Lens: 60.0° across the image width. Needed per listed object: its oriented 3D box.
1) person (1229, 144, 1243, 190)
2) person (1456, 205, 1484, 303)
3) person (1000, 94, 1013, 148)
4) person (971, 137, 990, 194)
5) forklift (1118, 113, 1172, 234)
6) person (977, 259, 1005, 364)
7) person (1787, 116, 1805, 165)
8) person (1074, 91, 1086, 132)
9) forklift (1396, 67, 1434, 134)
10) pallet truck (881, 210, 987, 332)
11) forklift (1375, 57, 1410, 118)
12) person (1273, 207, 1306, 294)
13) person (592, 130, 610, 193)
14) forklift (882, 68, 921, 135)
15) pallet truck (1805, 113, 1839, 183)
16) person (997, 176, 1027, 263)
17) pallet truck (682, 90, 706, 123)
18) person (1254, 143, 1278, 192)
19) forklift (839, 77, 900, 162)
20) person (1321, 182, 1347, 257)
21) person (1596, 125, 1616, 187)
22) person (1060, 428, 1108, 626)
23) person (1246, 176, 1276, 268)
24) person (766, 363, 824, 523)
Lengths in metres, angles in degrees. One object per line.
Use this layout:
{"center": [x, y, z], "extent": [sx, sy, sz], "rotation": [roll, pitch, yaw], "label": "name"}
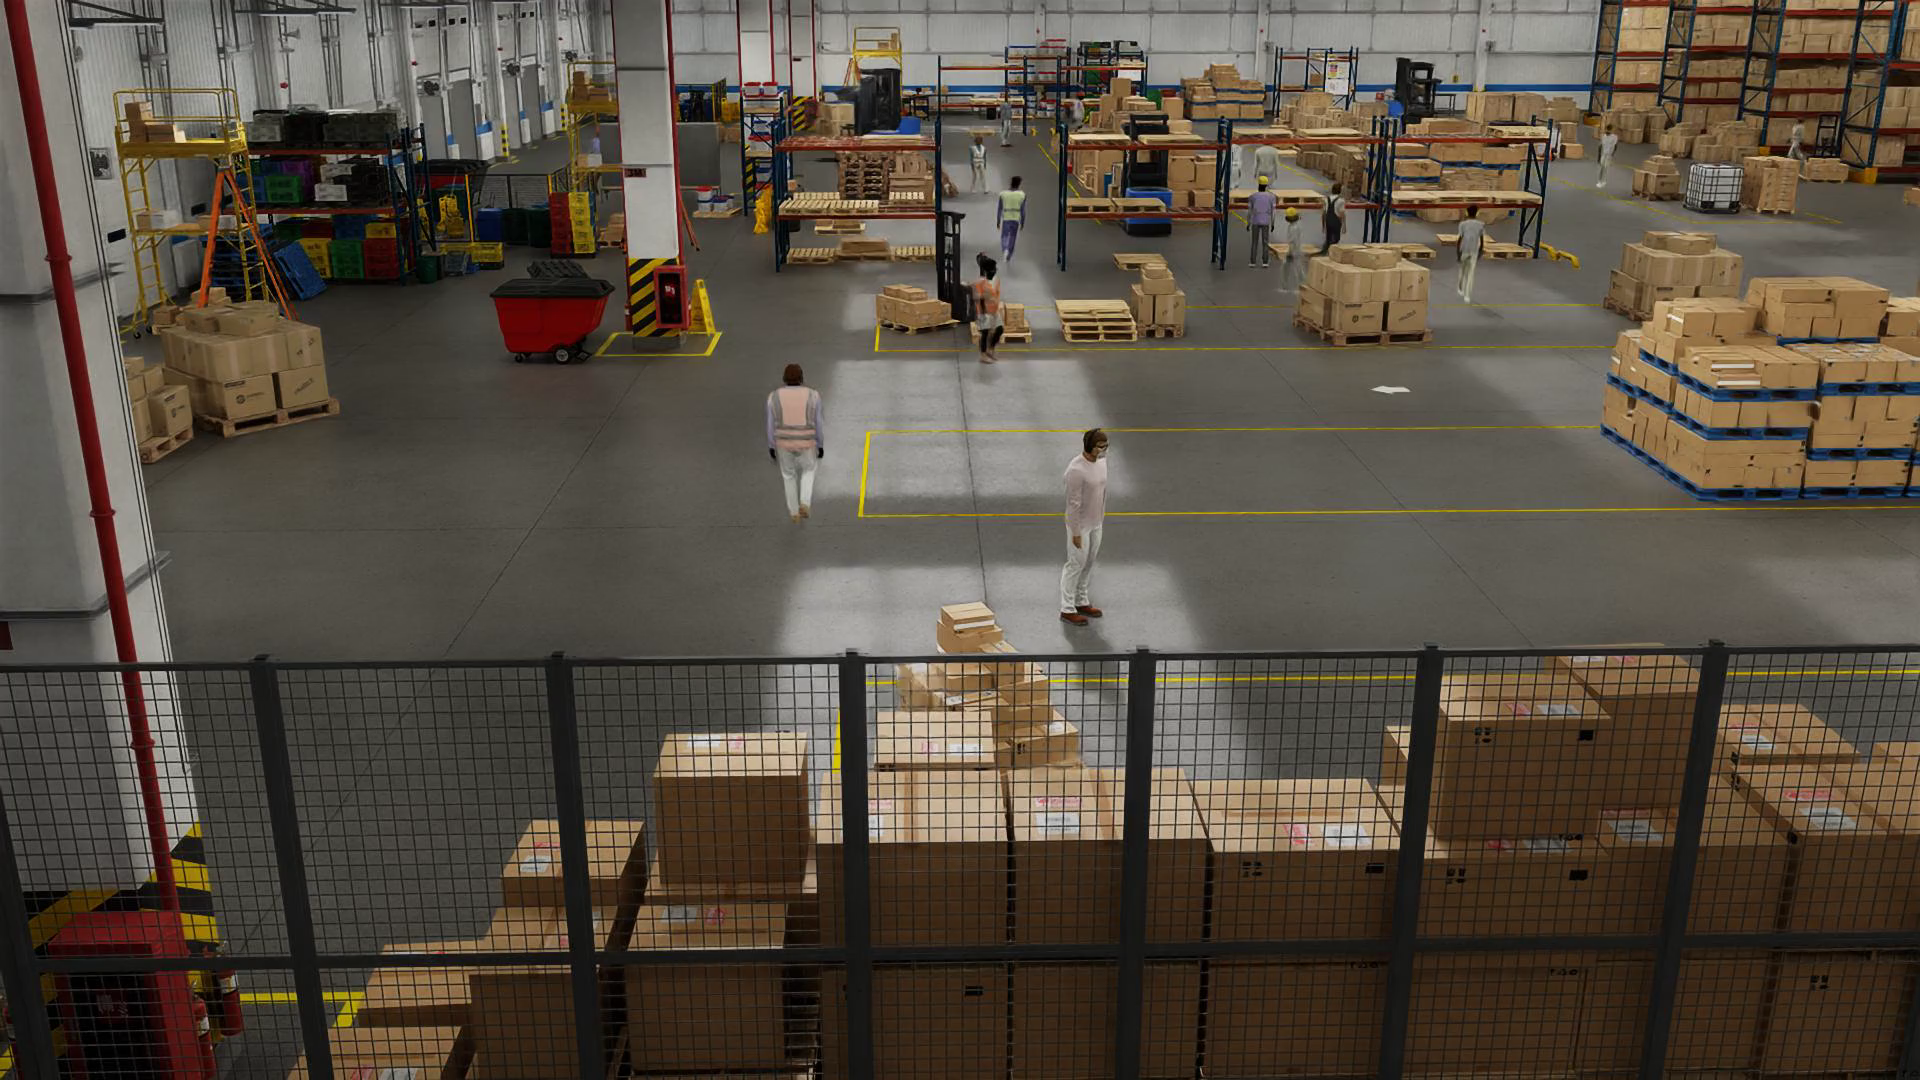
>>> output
{"center": [7.520, -10.169, 45.608], "extent": [0.488, 1.859, 0.656], "rotation": [-6, 19, -17], "label": "person"}
{"center": [9.736, -5.490, 31.822], "extent": [0.487, 1.803, 1.015], "rotation": [5, 19, 14], "label": "person"}
{"center": [1.694, -15.361, 60.914], "extent": [0.383, 1.931, 0.628], "rotation": [12, 22, 32], "label": "person"}
{"center": [0.551, -10.713, 47.631], "extent": [0.542, 1.594, 0.856], "rotation": [-8, 20, -21], "label": "person"}
{"center": [4.524, -8.902, 40.278], "extent": [1.129, 2.768, 1.873], "rotation": [-1, 19, -1], "label": "forklift"}
{"center": [0.478, -3.638, 26.509], "extent": [0.372, 1.680, 0.539], "rotation": [17, 25, 41], "label": "person"}
{"center": [27.685, -13.194, 54.987], "extent": [0.842, 1.599, 0.513], "rotation": [0, 19, 1], "label": "person"}
{"center": [4.530, -15.908, 62.552], "extent": [0.541, 1.912, 0.565], "rotation": [-7, 20, -21], "label": "person"}
{"center": [16.949, -16.123, 61.702], "extent": [1.129, 2.768, 1.873], "rotation": [-1, 19, -2], "label": "forklift"}
{"center": [-0.493, -4.759, 29.349], "extent": [1.885, 1.965, 0.823], "rotation": [-13, 23, -34], "label": "pallet truck"}
{"center": [18.203, -18.491, 68.726], "extent": [1.873, 2.768, 1.129], "rotation": [-1, 19, -1], "label": "forklift"}
{"center": [6.457, -5.619, 32.356], "extent": [0.763, 1.689, 0.479], "rotation": [-1, 19, -4], "label": "person"}
{"center": [-10.270, -10.894, 47.678], "extent": [0.557, 1.915, 0.677], "rotation": [5, 19, 13], "label": "person"}
{"center": [-2.449, -15.675, 60.373], "extent": [1.873, 2.768, 1.129], "rotation": [-10, 21, -26], "label": "forklift"}
{"center": [26.403, -11.957, 50.702], "extent": [0.823, 1.965, 1.885], "rotation": [6, 19, 16], "label": "pallet truck"}
{"center": [1.118, -6.886, 35.847], "extent": [0.640, 1.876, 0.641], "rotation": [0, 19, -1], "label": "person"}
{"center": [-9.671, -15.907, 62.421], "extent": [0.823, 1.965, 1.885], "rotation": [5, 19, 15], "label": "pallet truck"}
{"center": [8.207, -9.868, 44.601], "extent": [0.634, 1.938, 0.350], "rotation": [6, 20, 17], "label": "person"}
{"center": [-2.996, -13.906, 55.124], "extent": [1.873, 2.768, 1.129], "rotation": [4, 19, 11], "label": "forklift"}
{"center": [7.937, -6.679, 35.315], "extent": [0.522, 1.825, 0.437], "rotation": [17, 25, 40], "label": "person"}
{"center": [19.108, -11.349, 49.173], "extent": [0.586, 1.823, 0.535], "rotation": [-18, 25, -42], "label": "person"}
{"center": [1.197, -0.137, 15.763], "extent": [0.390, 1.925, 0.624], "rotation": [12, 22, 32], "label": "person"}
{"center": [6.398, -6.777, 35.444], "extent": [0.614, 1.923, 0.382], "rotation": [1, 19, 4], "label": "person"}
{"center": [-1.850, -1.081, 18.698], "extent": [0.654, 1.827, 0.445], "rotation": [-1, 19, -3], "label": "person"}
